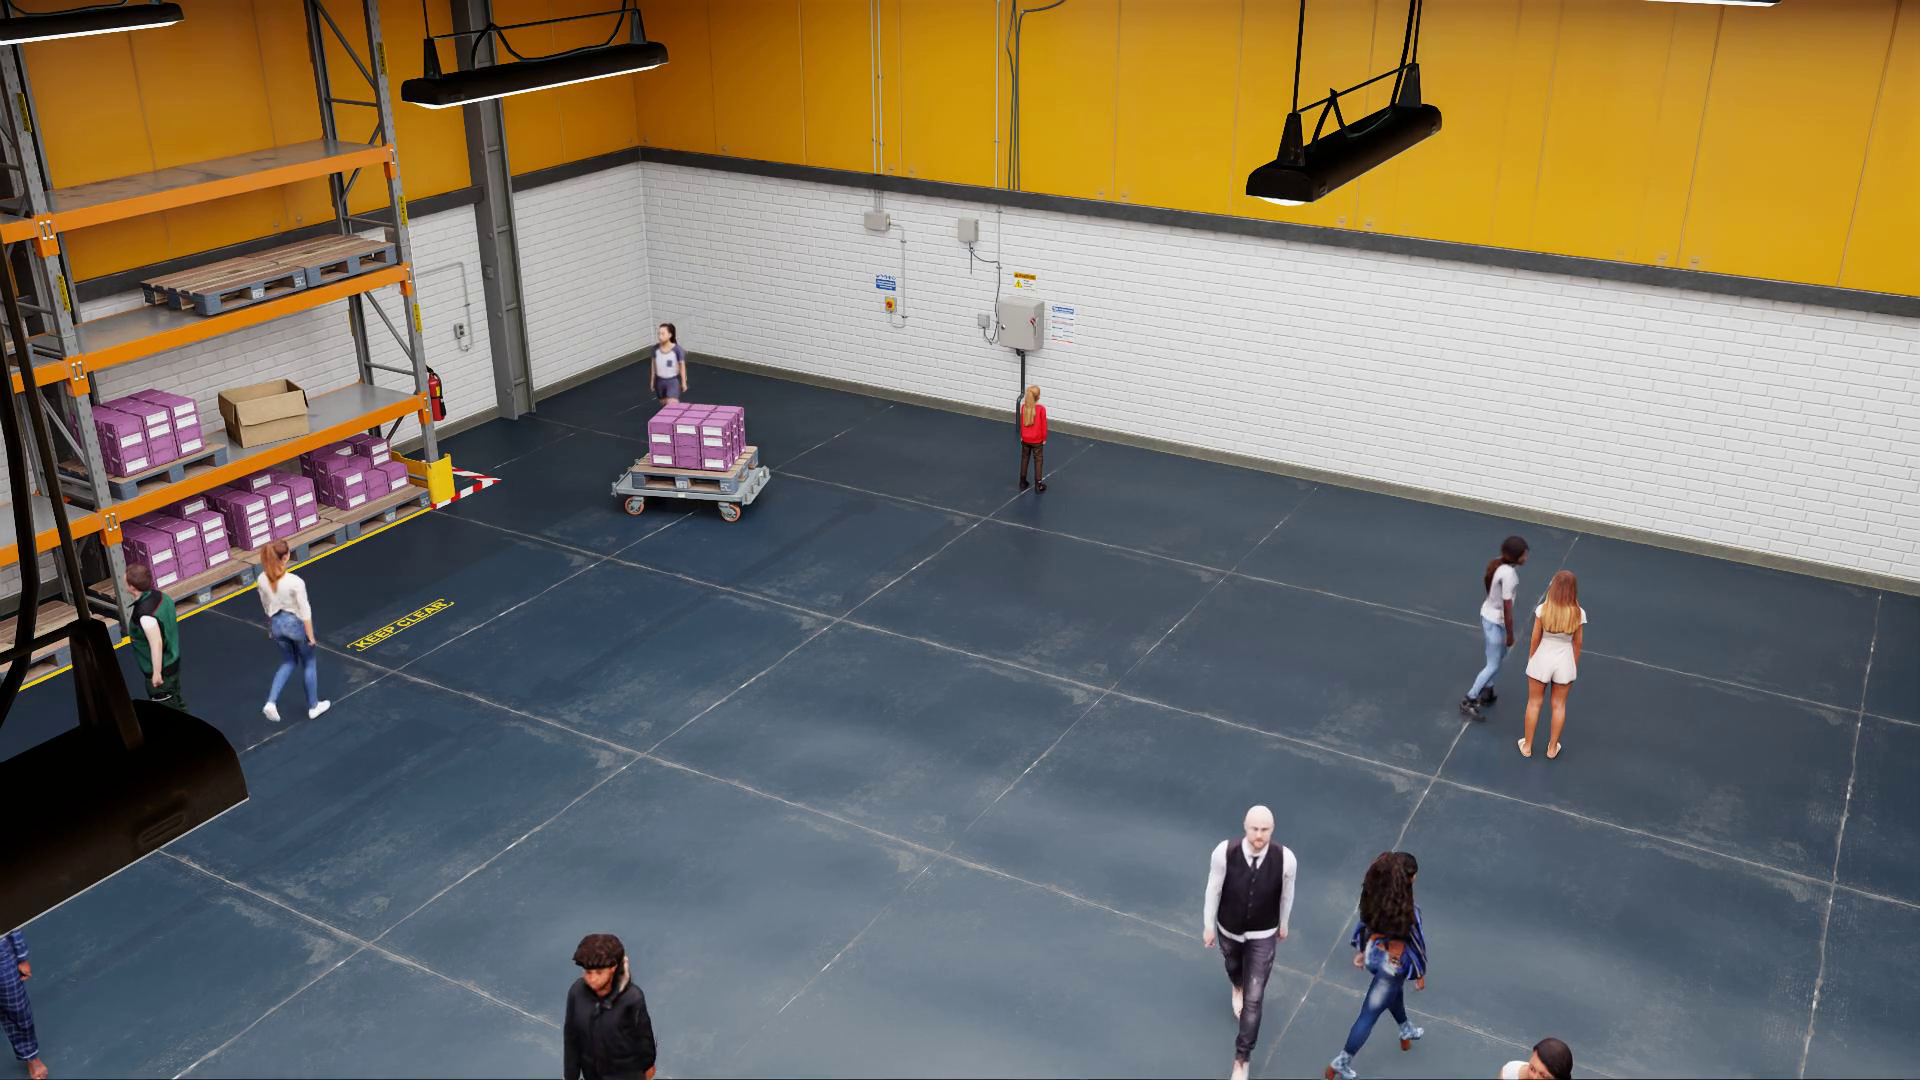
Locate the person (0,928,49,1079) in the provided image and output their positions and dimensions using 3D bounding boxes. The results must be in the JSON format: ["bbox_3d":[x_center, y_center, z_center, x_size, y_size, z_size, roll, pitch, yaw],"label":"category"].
[{"bbox_3d":[-6.019,2.576,10.206,0.682,1.817,0.808,-16,28,-32],"label":"person"}]

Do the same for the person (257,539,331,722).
[{"bbox_3d":[-5.825,0.828,14.344,0.721,1.705,0.923,8,25,17],"label":"person"}]

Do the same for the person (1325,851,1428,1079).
[{"bbox_3d":[2.575,2.676,10.282,1.177,1.573,0.977,-13,27,-27],"label":"person"}]

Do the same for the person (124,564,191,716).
[{"bbox_3d":[-6.604,1.024,13.727,0.790,1.841,0.727,-6,24,-13],"label":"person"}]

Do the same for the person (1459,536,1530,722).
[{"bbox_3d":[4.698,0.741,14.566,0.879,1.688,0.735,-2,24,-4],"label":"person"}]

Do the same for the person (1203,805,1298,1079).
[{"bbox_3d":[1.822,2.440,10.564,0.940,1.779,1.327,5,24,12],"label":"person"}]

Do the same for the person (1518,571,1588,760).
[{"bbox_3d":[4.941,1.036,13.878,0.623,1.697,0.627,6,24,14],"label":"person"}]

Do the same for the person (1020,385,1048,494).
[{"bbox_3d":[0.853,-1.193,19.498,0.483,1.280,0.474,12,26,26],"label":"person"}]

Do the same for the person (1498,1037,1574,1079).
[{"bbox_3d":[2.970,3.299,8.712,0.699,1.688,0.668,20,30,37],"label":"person"}]

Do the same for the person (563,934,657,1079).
[{"bbox_3d":[-1.963,2.943,9.478,0.917,1.728,1.190,3,24,7],"label":"person"}]

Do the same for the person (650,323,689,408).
[{"bbox_3d":[-3.586,-1.903,20.715,0.650,1.607,1.039,11,26,24],"label":"person"}]
